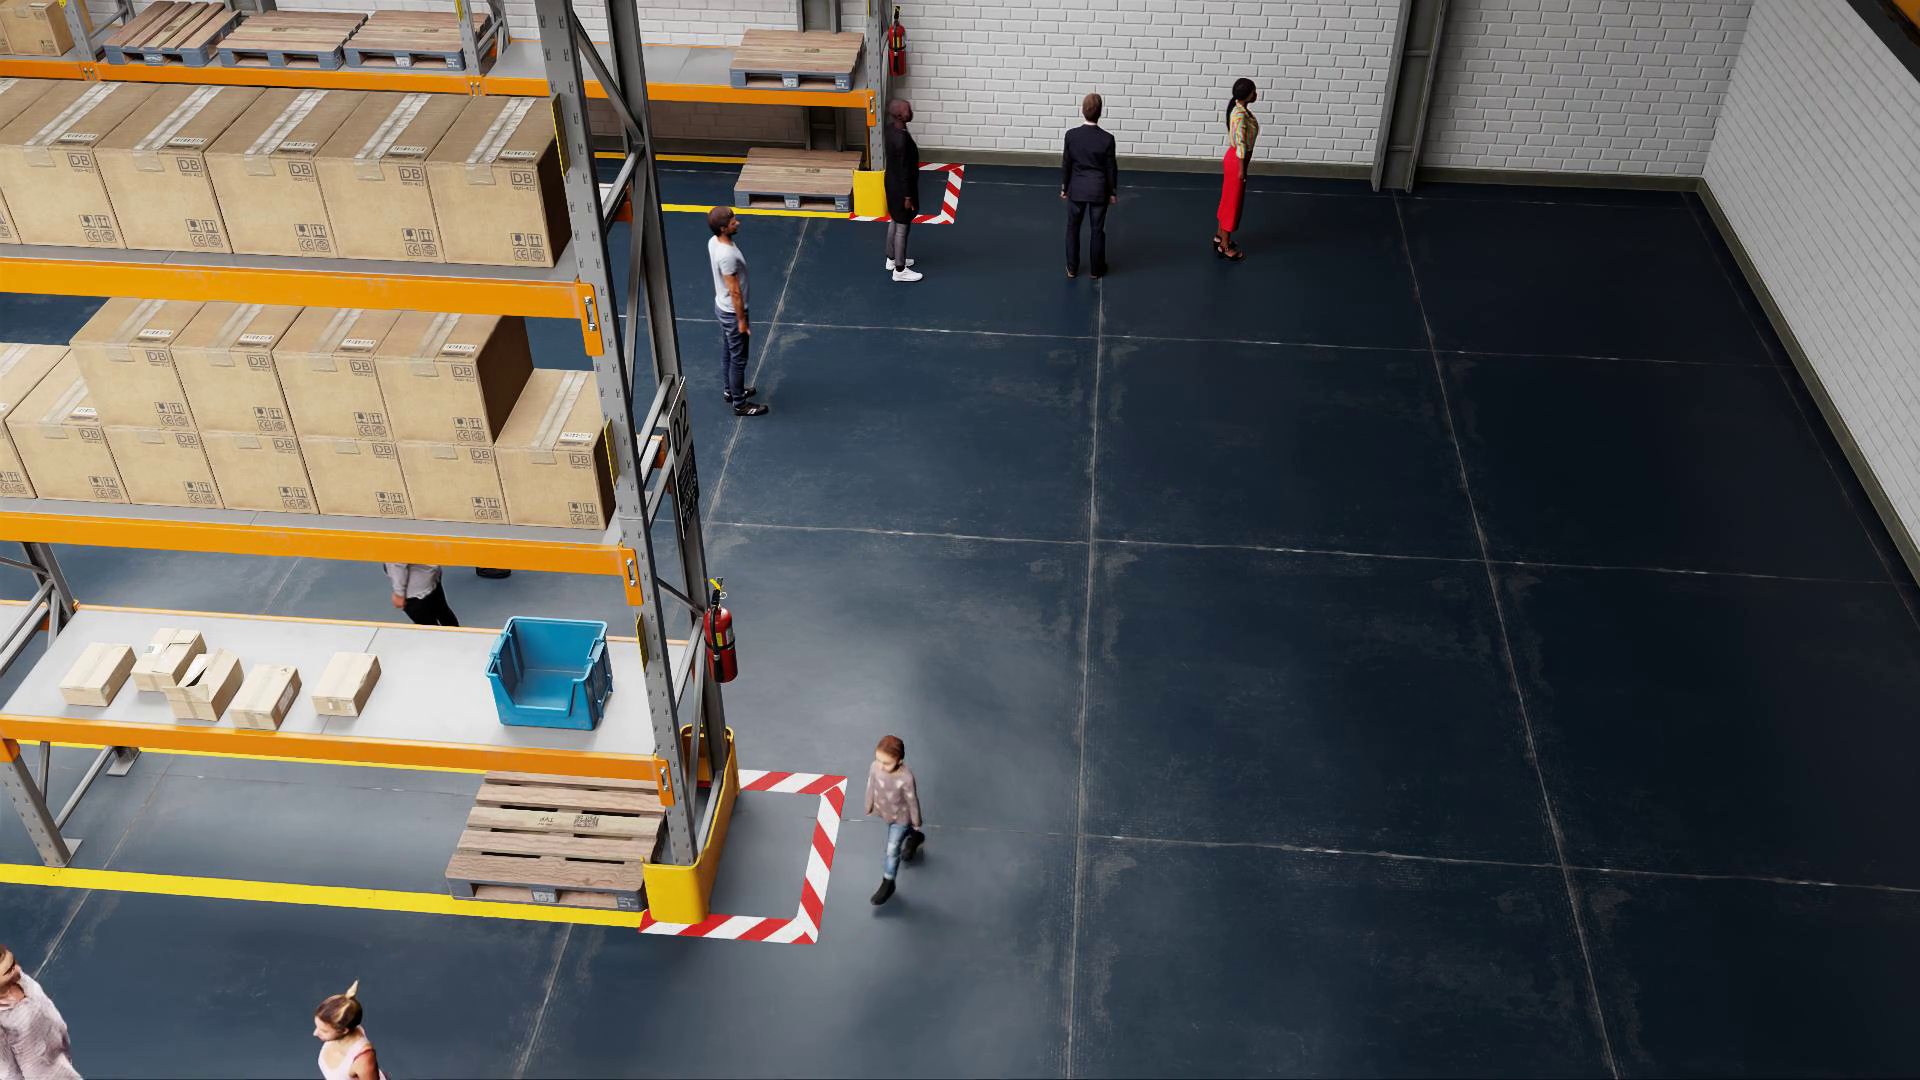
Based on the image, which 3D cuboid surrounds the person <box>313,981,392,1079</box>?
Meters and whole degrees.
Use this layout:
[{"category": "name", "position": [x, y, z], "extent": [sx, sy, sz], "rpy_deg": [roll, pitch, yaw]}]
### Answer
[{"category": "person", "position": [-2.815, 2.707, 8.142], "extent": [1.109, 1.618, 0.985], "rpy_deg": [-23, 44, -26]}]

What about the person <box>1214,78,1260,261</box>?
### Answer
[{"category": "person", "position": [2.620, -3.533, 15.816], "extent": [0.558, 1.793, 0.616], "rpy_deg": [-1, 39, -1]}]

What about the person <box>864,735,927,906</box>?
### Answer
[{"category": "person", "position": [-0.355, 1.575, 9.914], "extent": [0.836, 1.176, 0.812], "rpy_deg": [24, 45, 27]}]

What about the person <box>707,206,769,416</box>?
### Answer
[{"category": "person", "position": [-1.882, -1.893, 13.703], "extent": [0.701, 1.866, 0.703], "rpy_deg": [-14, 41, -17]}]

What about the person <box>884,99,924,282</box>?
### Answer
[{"category": "person", "position": [-0.565, -3.284, 15.529], "extent": [0.678, 1.761, 0.718], "rpy_deg": [-9, 40, -12]}]

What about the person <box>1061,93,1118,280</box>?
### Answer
[{"category": "person", "position": [1.194, -3.294, 15.498], "extent": [0.570, 1.816, 0.767], "rpy_deg": [8, 39, 10]}]
